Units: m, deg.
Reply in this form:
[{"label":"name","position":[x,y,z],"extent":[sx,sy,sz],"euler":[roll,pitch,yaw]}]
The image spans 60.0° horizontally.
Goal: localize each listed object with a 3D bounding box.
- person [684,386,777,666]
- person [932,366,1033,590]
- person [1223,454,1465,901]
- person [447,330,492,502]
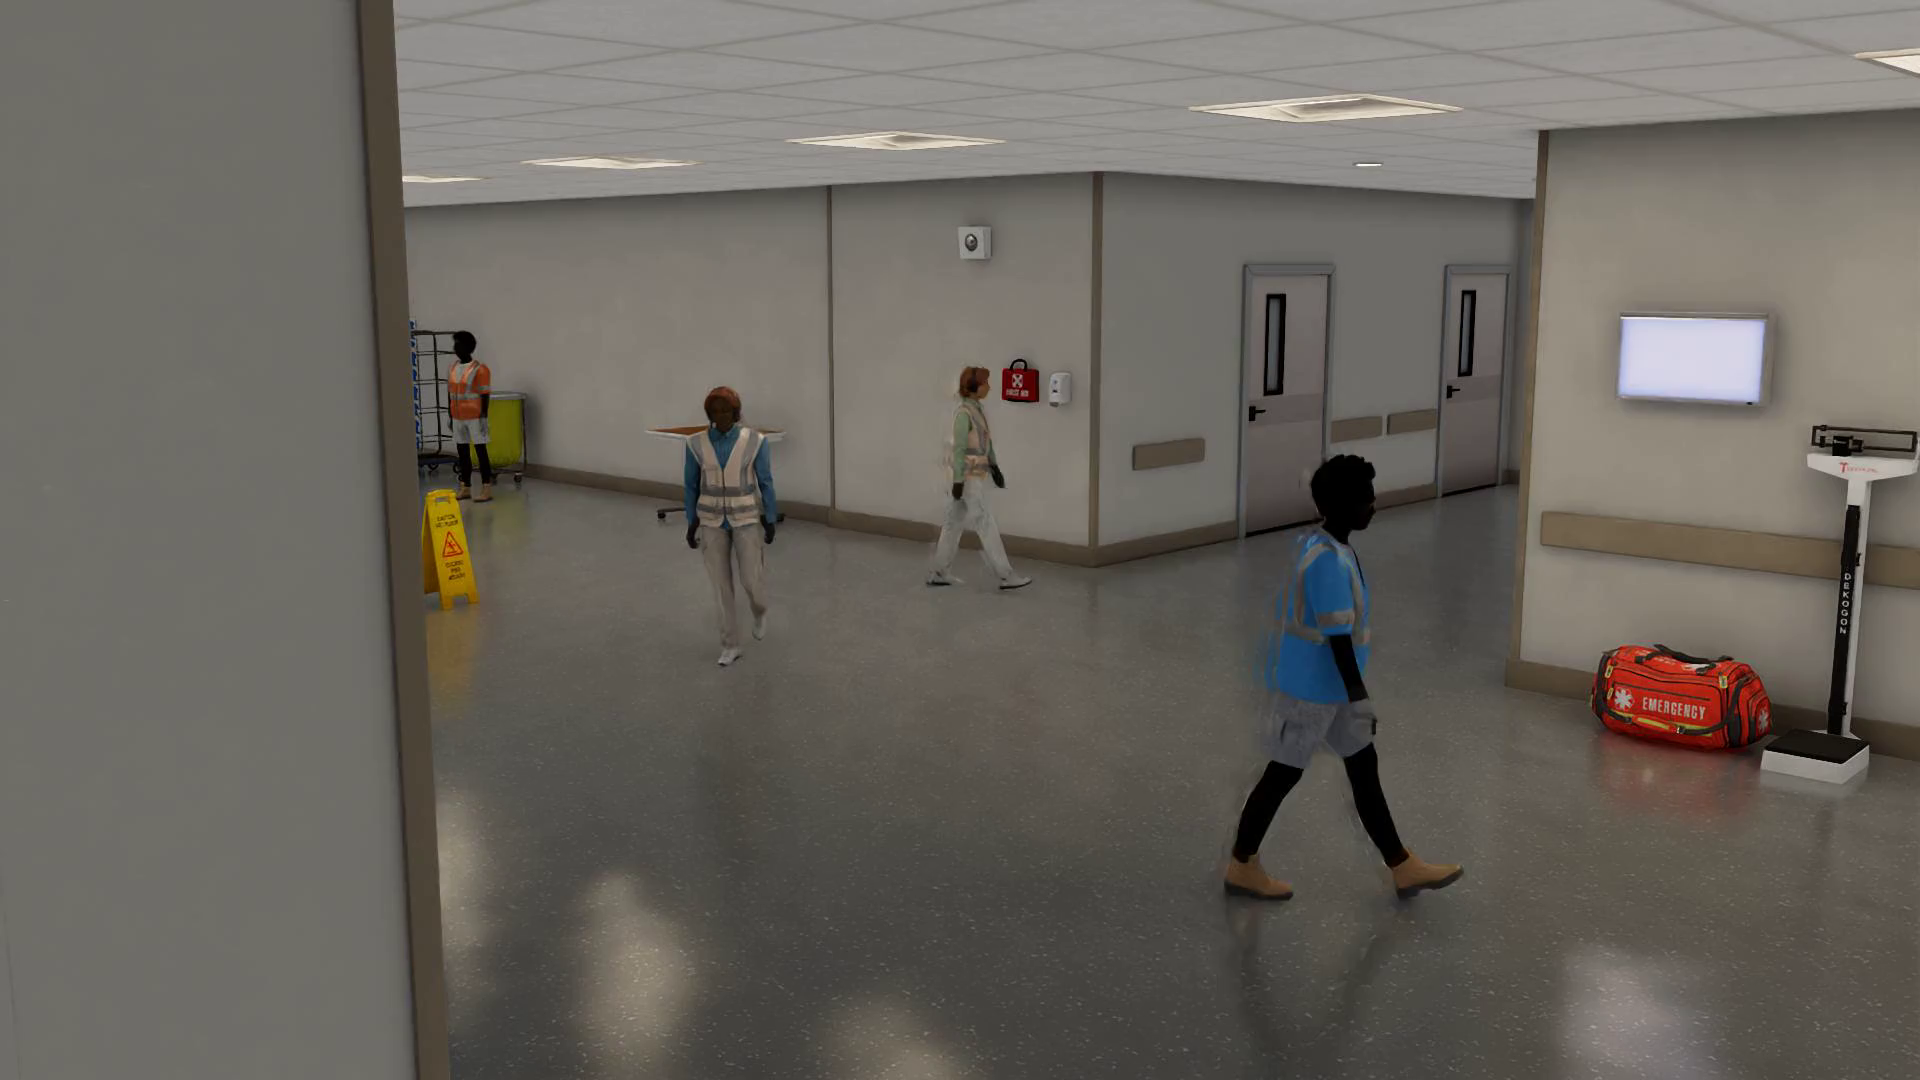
[{"label":"person","position":[-1.339,-0.098,9.776],"extent":[0.531,1.623,0.506],"euler":[1,9,5]},{"label":"person","position":[0.159,-0.433,11.911],"extent":[0.831,1.603,0.530],"euler":[1,9,8]},{"label":"person","position":[1.357,0.517,5.922],"extent":[0.879,1.650,0.547],"euler":[3,10,18]},{"label":"person","position":[-4.859,-1.218,16.432],"extent":[0.540,1.695,0.317],"euler":[5,10,27]}]
